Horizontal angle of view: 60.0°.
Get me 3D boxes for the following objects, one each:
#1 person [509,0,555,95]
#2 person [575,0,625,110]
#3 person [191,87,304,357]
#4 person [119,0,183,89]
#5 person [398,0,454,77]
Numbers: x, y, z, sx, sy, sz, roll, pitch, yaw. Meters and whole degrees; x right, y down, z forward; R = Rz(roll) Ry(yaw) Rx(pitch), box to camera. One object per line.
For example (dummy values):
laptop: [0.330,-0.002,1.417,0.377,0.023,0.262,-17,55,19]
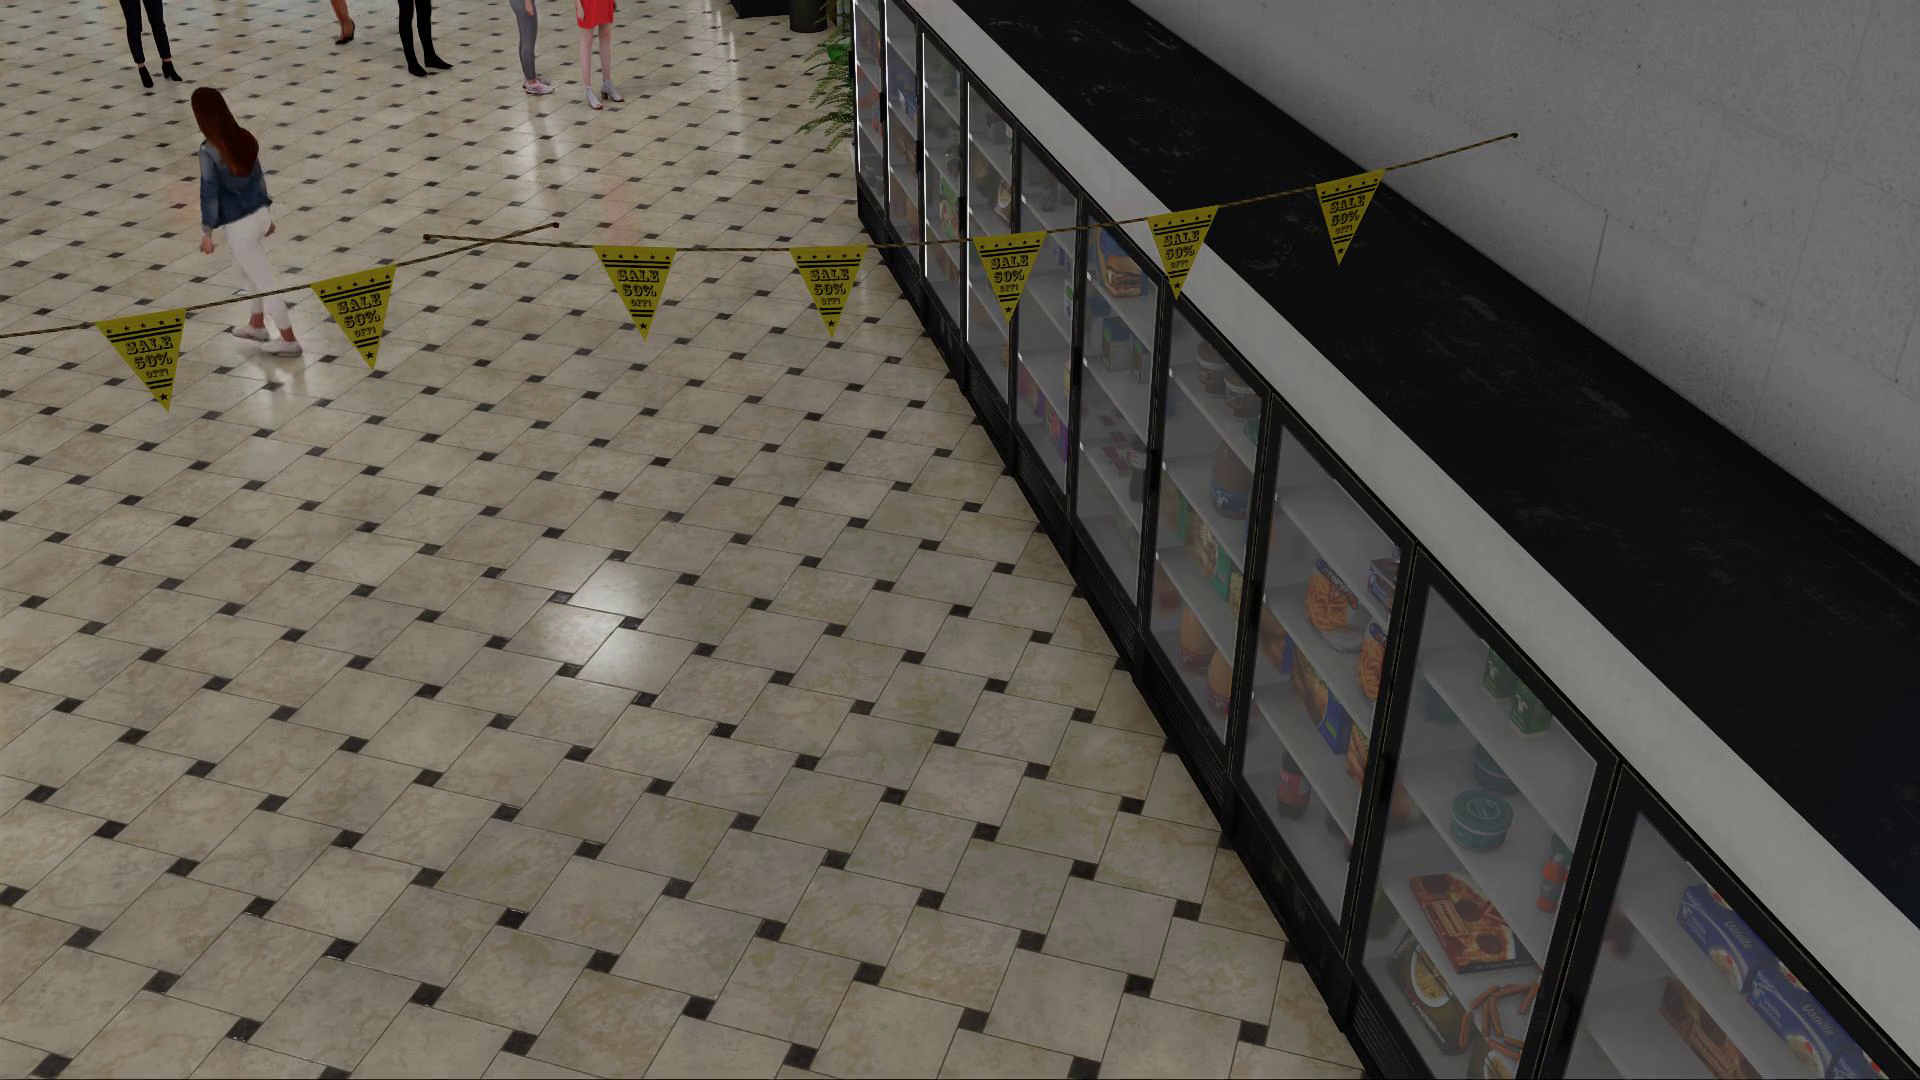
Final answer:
person: [-3.909,-4.838,14.901,0.522,1.609,0.550,-9,33,-13]
person: [-3.193,-4.713,14.494,0.737,1.826,0.653,21,37,30]
person: [-4.259,-1.896,10.100,0.894,1.686,0.810,6,32,9]
person: [-7.462,-5.032,15.080,0.654,1.750,0.765,-27,41,-36]
person: [-5.082,-5.286,15.354,0.844,1.892,0.772,19,36,27]
